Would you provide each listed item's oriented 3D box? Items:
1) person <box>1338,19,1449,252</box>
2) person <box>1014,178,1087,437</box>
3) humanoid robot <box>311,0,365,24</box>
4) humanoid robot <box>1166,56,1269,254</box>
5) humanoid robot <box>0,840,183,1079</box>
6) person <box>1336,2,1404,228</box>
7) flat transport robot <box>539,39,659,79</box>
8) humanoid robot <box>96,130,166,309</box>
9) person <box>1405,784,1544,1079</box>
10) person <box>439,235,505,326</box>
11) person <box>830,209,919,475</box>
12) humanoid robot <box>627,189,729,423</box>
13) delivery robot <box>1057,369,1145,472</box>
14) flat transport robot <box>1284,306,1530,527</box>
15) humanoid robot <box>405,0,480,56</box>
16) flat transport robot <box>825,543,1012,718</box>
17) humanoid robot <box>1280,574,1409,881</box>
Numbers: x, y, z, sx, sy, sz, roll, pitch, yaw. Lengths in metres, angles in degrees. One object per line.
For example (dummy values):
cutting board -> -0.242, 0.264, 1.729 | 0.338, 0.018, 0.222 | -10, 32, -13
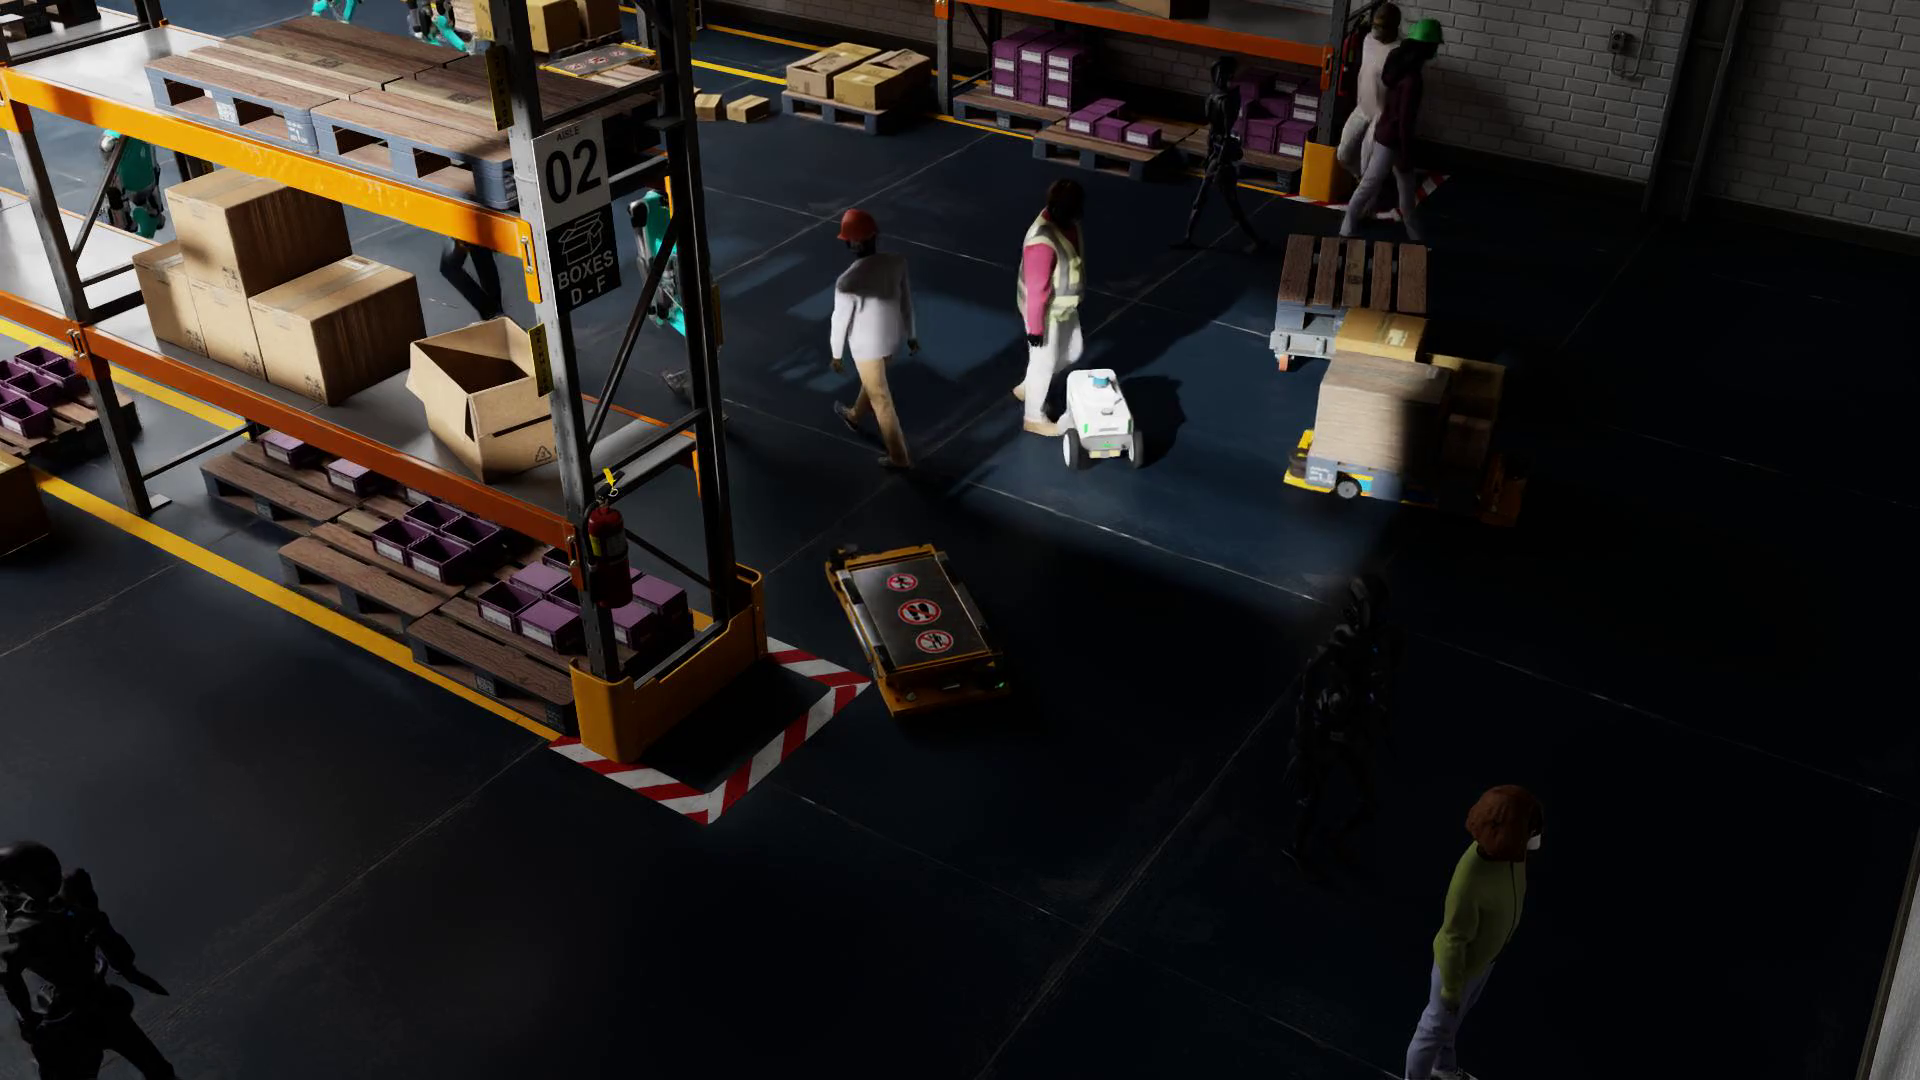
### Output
person -> 3.564, -3.176, 13.261 | 0.960, 1.890, 0.504 | 10, 34, 16
person -> 0.588, -1.497, 10.758 | 0.436, 1.818, 0.641 | 12, 35, 18
humanoid robot -> -6.543, -5.775, 17.419 | 0.866, 1.776, 0.549 | 18, 37, 26
humanoid robot -> 2.134, -3.070, 13.367 | 0.835, 1.630, 0.589 | -2, 33, -3
humanoid robot -> -3.161, 1.721, 5.989 | 0.804, 1.628, 0.601 | 2, 33, 2
person -> 3.409, -3.467, 13.691 | 0.438, 1.918, 0.648 | -13, 35, -19
flat transport robot -> -3.752, -4.960, 17.496 | 0.659, 0.231, 1.431 | 24, 40, 32
humanoid robot -> -6.150, -2.357, 12.166 | 0.831, 1.772, 0.531 | 6, 34, 9
person -> 1.921, 1.560, 6.219 | 0.278, 1.636, 0.497 | 24, 40, 32
person -> -3.573, -2.327, 12.010 | 0.404, 1.833, 0.528 | 5, 33, 8
person -> -0.597, -1.286, 10.539 | 0.898, 1.691, 0.583 | 27, 42, 35
humanoid robot -> -1.740, -1.556, 10.946 | 0.539, 1.740, 1.058 | -27, 42, -35
delivery robot -> 0.909, -0.793, 10.842 | 0.506, 0.608, 0.779 | -3, 33, -5
flat transport robot -> 2.838, -0.443, 10.553 | 1.431, 0.231, 0.659 | 12, 35, 18
humanoid robot -> -5.020, -5.032, 16.286 | 0.760, 1.794, 0.556 | 17, 37, 24
flat transport robot -> -0.256, 0.441, 9.195 | 0.659, 0.231, 1.431 | -10, 34, -15
humanoid robot -> 1.655, 0.839, 7.287 | 0.585, 1.646, 0.359 | -17, 37, -25
